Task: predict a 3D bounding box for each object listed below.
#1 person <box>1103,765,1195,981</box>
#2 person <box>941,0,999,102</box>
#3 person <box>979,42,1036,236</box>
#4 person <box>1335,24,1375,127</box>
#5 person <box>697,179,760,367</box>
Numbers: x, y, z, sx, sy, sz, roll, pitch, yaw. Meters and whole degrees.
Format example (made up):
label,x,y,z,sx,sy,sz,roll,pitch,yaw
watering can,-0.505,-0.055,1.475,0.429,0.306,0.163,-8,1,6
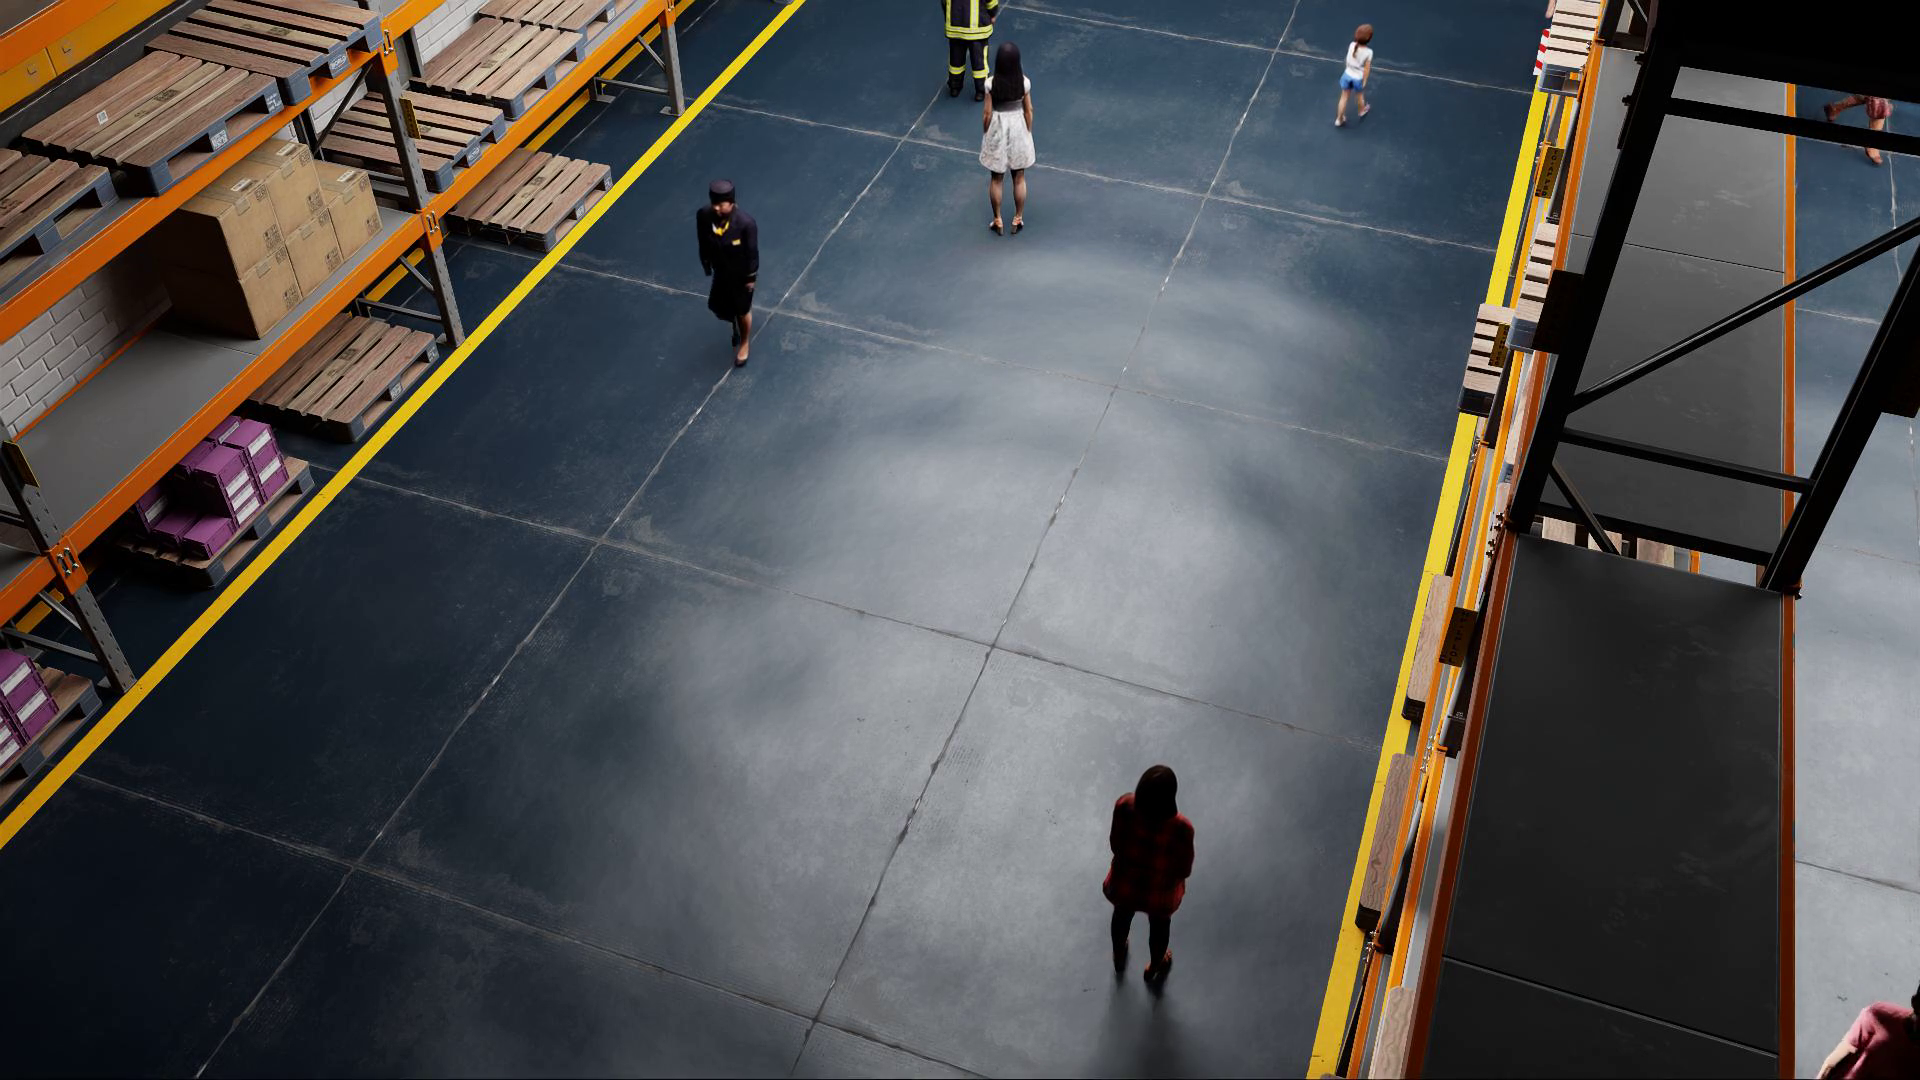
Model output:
label,x,y,z,sx,sy,sz,roll,pitch,yaw
person,1.004,1.781,8.906,0.628,1.702,0.578,18,46,18
person,0.080,-5.153,16.071,0.755,1.860,0.689,17,46,17
person,0.405,-3.457,14.353,0.747,1.774,0.764,-2,44,-2
person,3.757,-4.437,15.942,0.559,0.999,0.721,29,50,27
person,-1.738,-2.129,13.039,0.684,1.663,0.675,14,45,14
